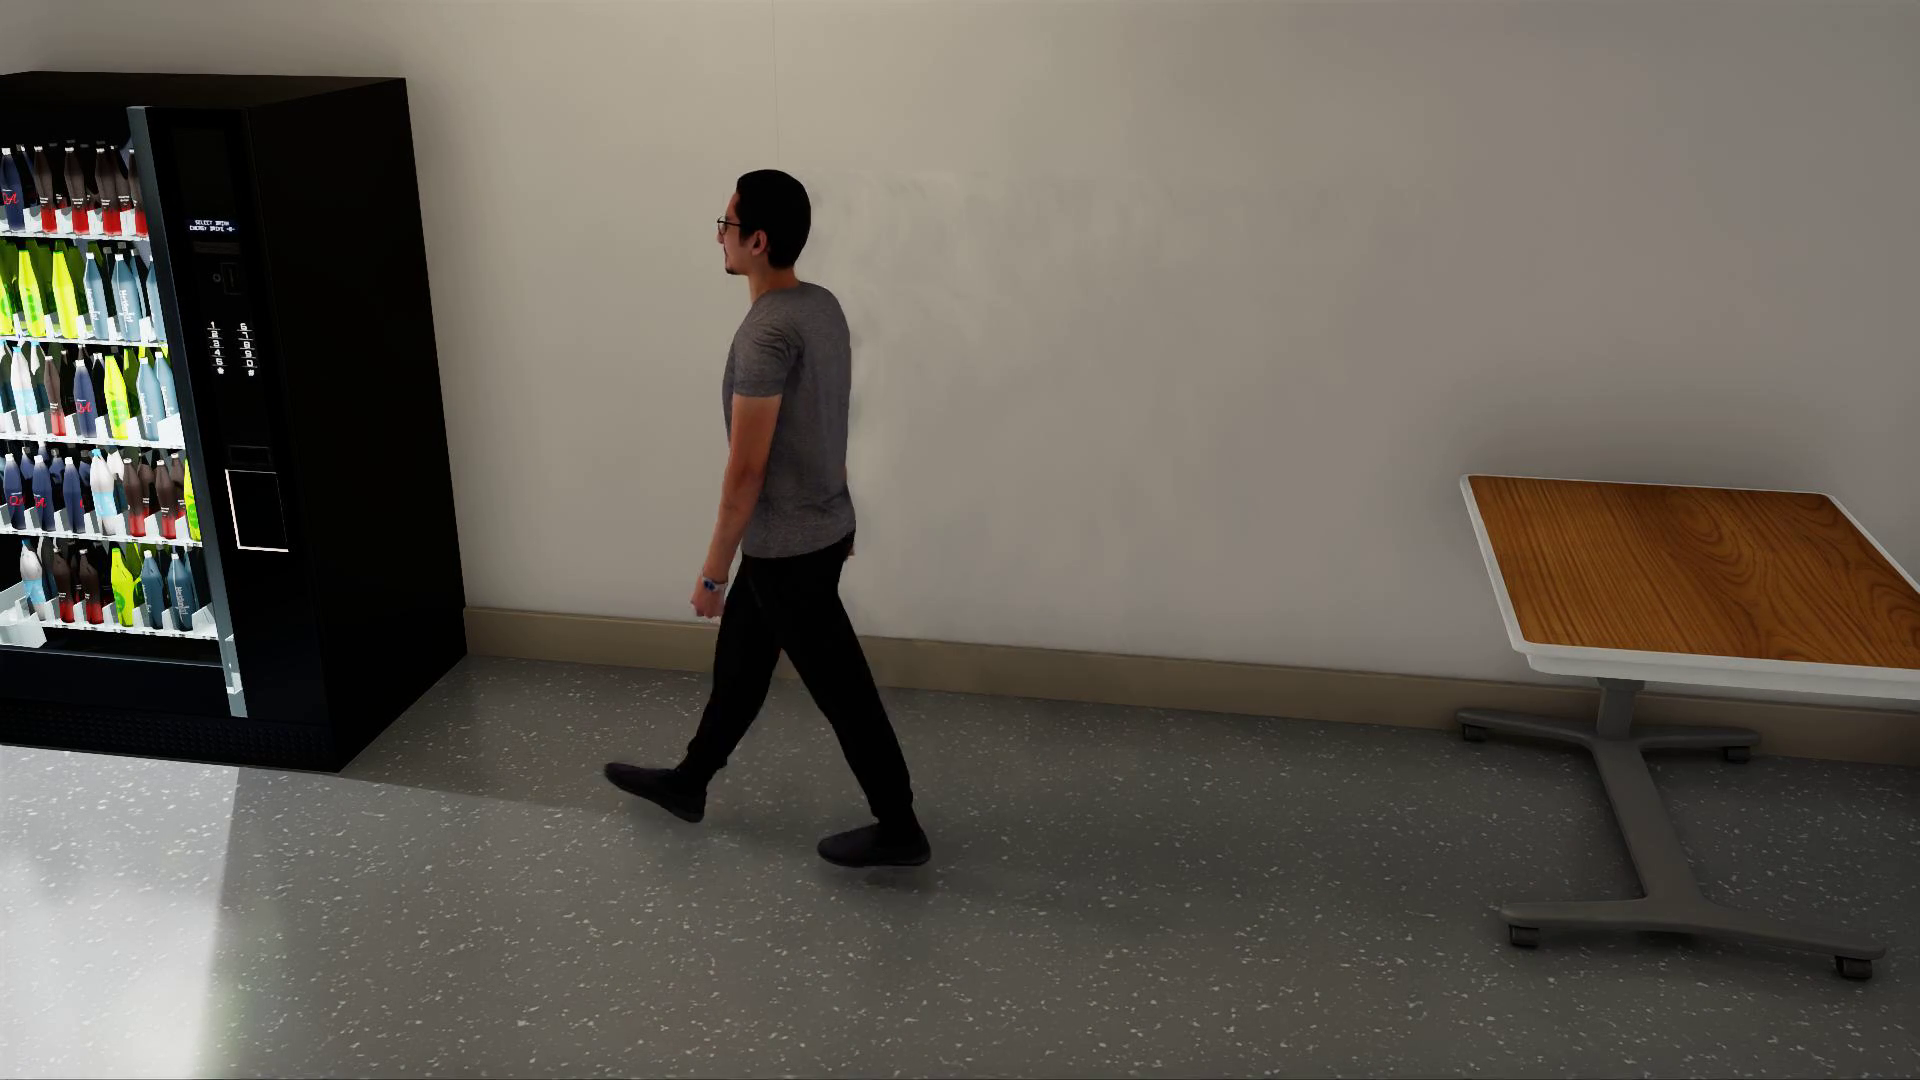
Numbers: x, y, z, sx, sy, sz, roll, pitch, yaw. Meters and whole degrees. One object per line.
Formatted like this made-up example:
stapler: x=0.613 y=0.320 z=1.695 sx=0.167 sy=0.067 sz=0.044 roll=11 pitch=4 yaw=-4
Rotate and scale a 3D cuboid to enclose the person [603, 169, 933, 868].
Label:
person: x=-0.317 y=0.026 z=3.962 sx=1.110 sy=1.711 sz=0.679 roll=3 pitch=21 yaw=7
